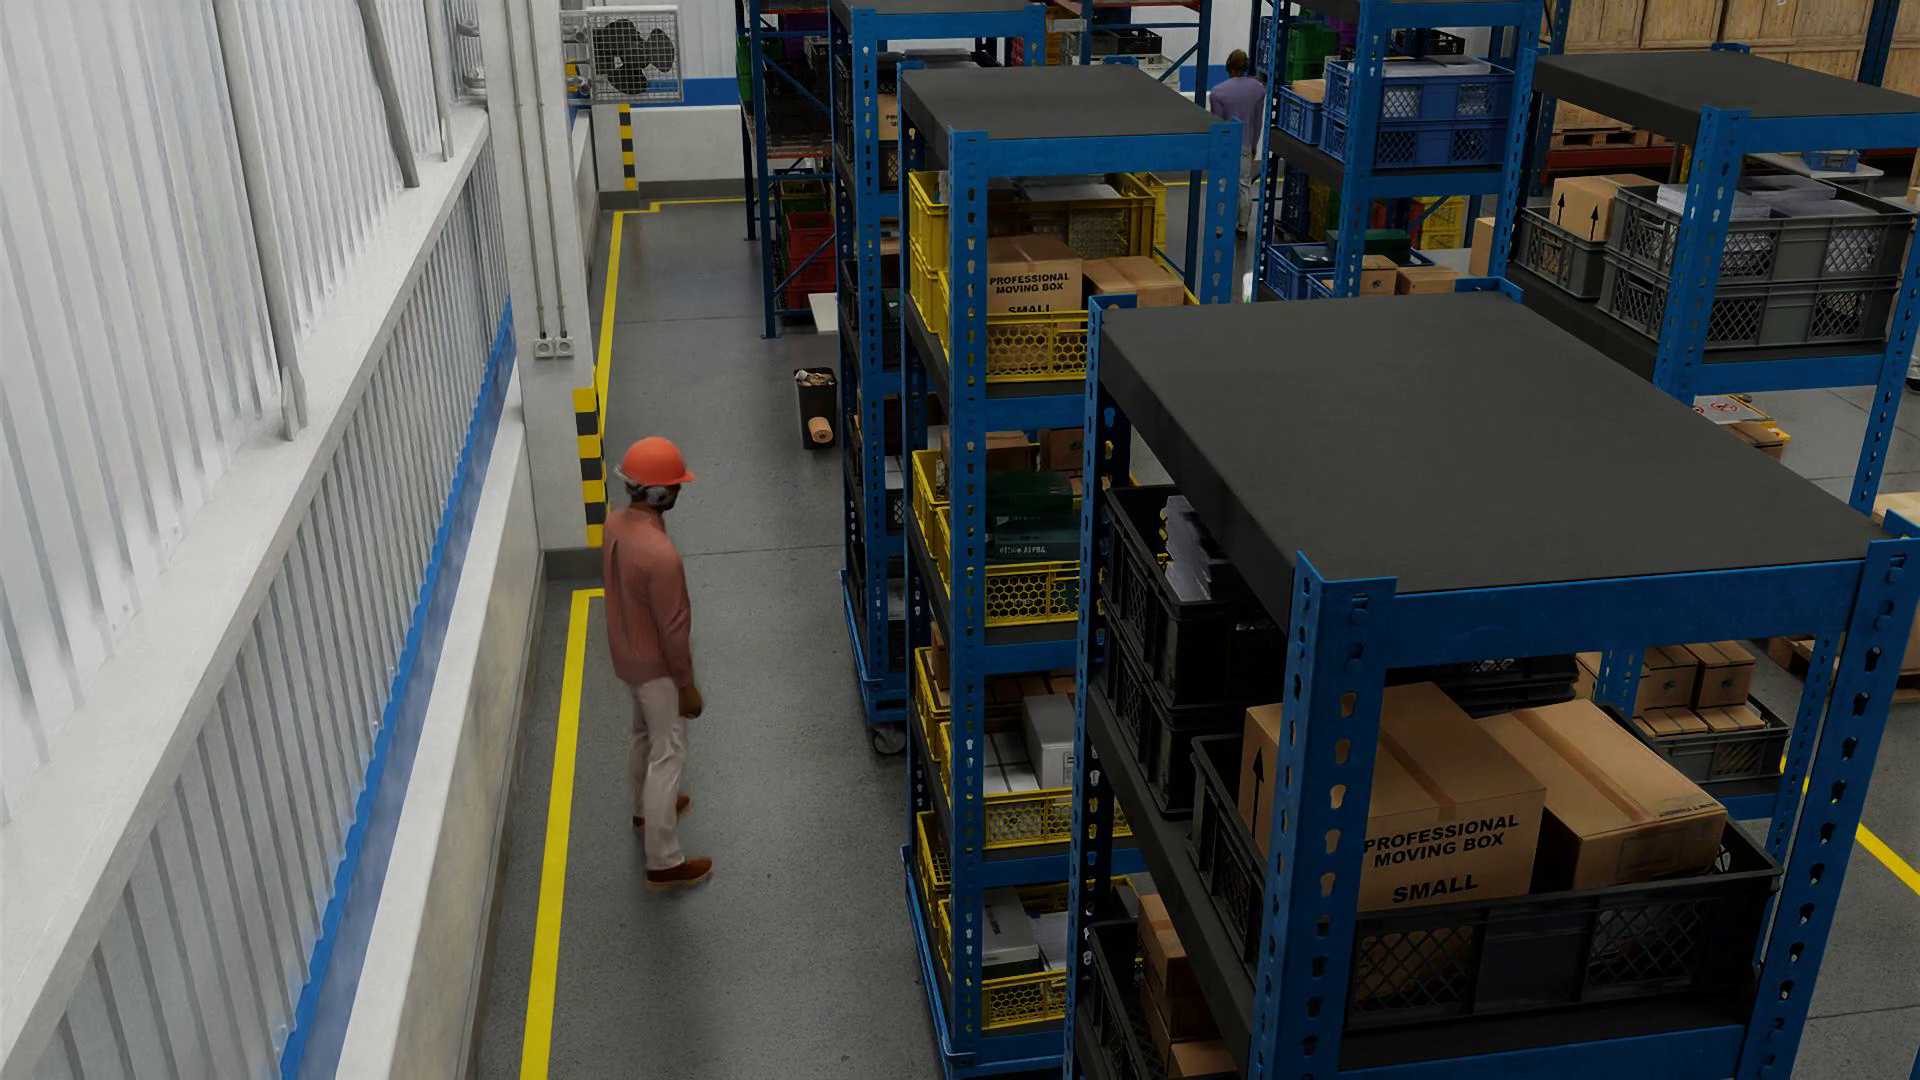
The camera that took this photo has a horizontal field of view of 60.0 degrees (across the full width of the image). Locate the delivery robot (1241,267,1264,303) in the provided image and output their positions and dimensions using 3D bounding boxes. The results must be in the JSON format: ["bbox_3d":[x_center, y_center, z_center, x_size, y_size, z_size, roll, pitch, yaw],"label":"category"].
[{"bbox_3d":[2.631,-2.126,14.442,0.477,0.478,0.707,3,25,7],"label":"delivery robot"}]

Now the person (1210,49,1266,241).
[{"bbox_3d":[2.796,-4.024,17.032,0.627,1.941,0.372,-10,26,-20],"label":"person"}]

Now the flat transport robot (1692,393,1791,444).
[{"bbox_3d":[5.224,-0.859,12.132,1.431,0.197,0.652,-4,25,-8],"label":"flat transport robot"}]

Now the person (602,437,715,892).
[{"bbox_3d":[-1.309,0.495,7.179,0.428,1.985,0.647,-15,28,-29],"label":"person"}]

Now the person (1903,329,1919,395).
[{"bbox_3d":[7.714,-1.991,12.755,0.599,1.824,0.403,2,25,4],"label":"person"}]

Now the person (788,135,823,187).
[{"bbox_3d":[-1.706,-4.660,18.480,0.572,1.883,0.355,-22,32,-39],"label":"person"}]
